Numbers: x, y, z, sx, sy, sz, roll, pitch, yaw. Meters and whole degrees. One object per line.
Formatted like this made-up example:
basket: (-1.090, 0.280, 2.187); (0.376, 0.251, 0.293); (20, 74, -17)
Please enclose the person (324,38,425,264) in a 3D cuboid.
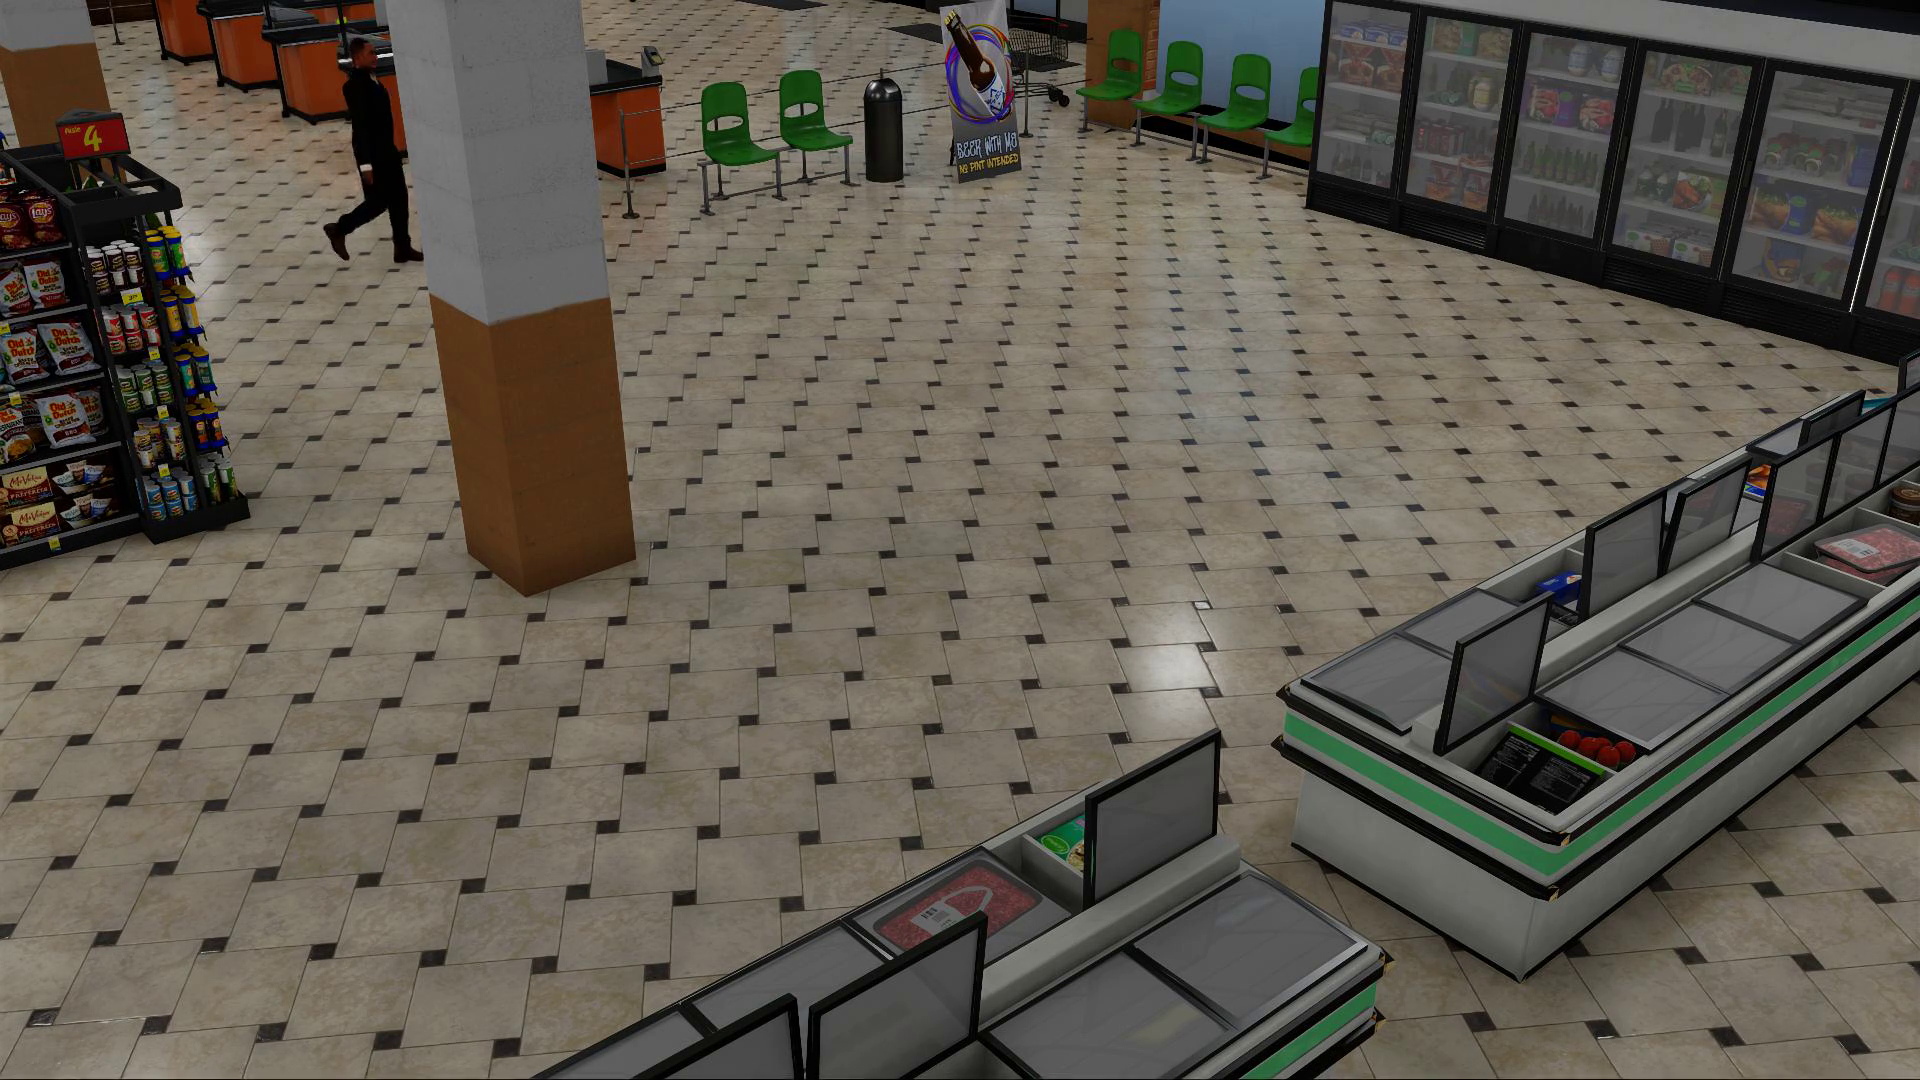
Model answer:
person: (-4.966, -3.204, 13.886); (1.206, 1.886, 1.072); (-2, 27, -5)
